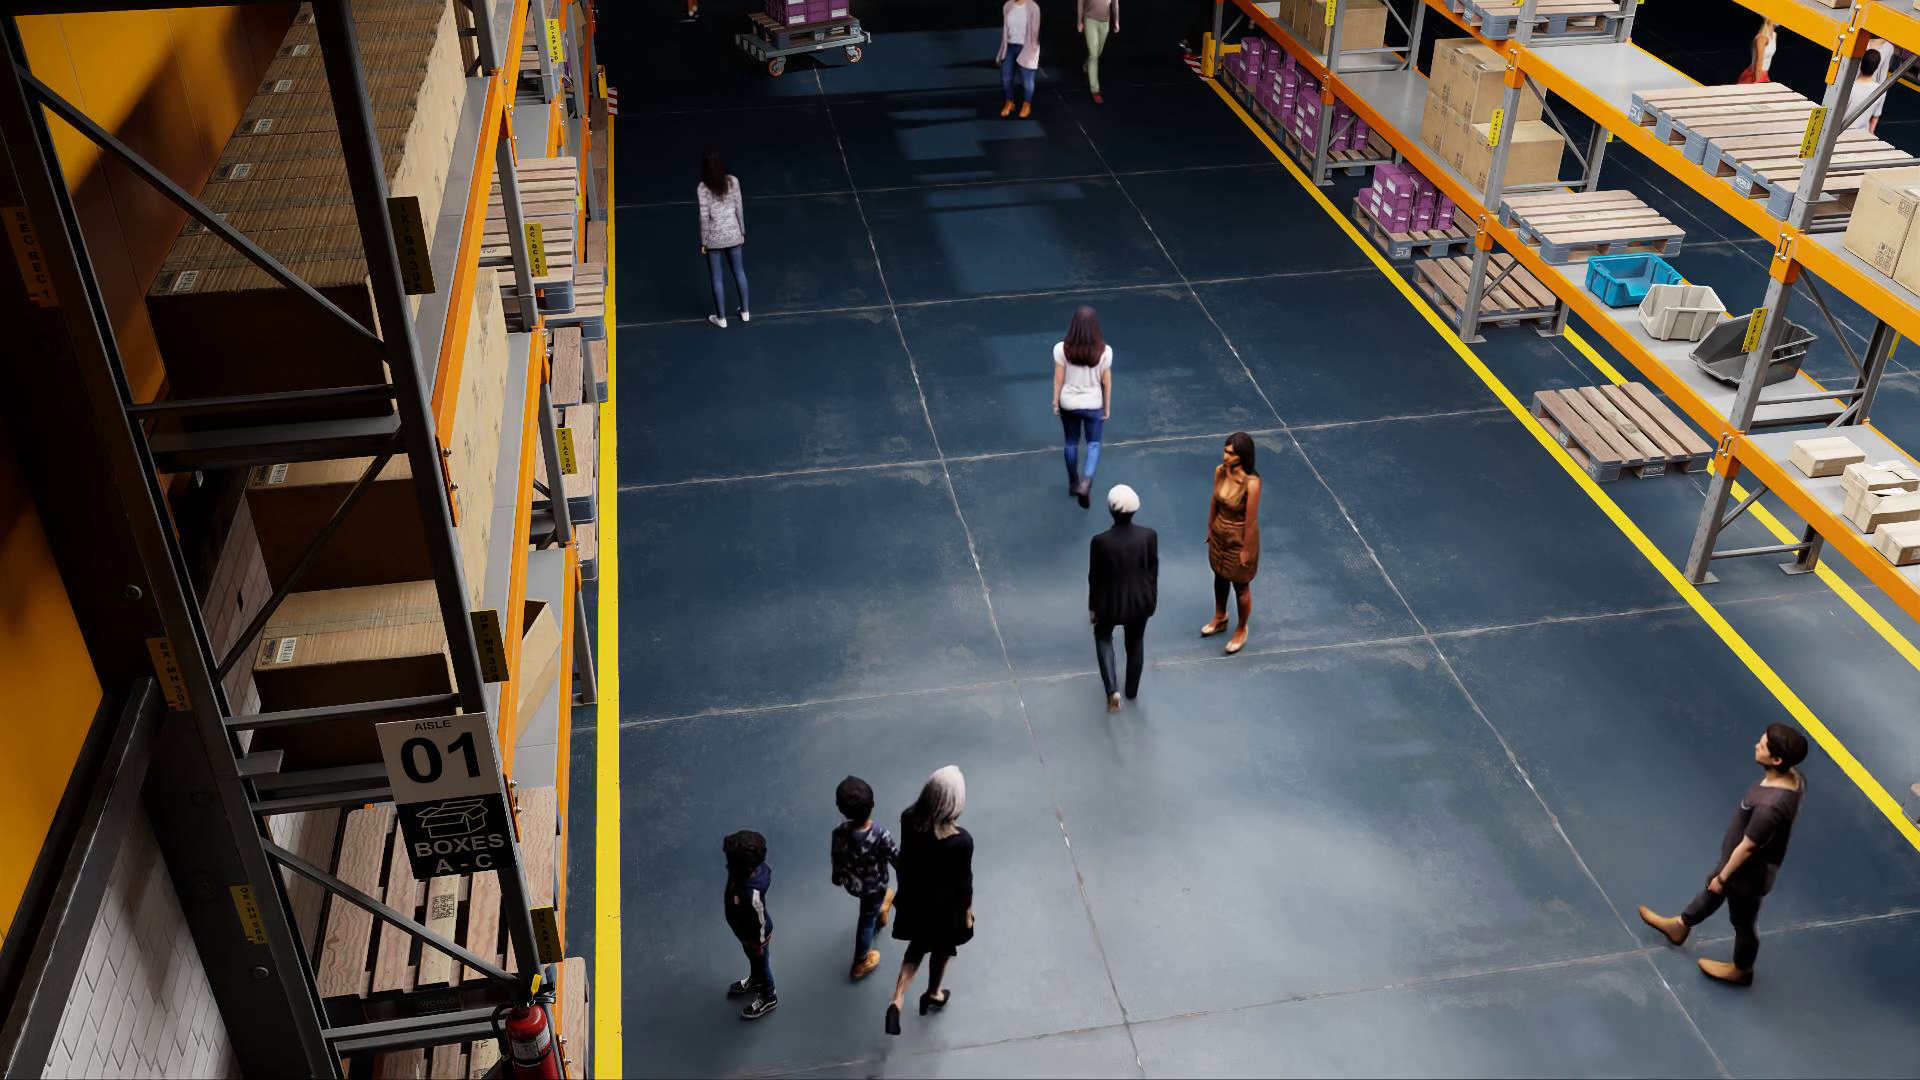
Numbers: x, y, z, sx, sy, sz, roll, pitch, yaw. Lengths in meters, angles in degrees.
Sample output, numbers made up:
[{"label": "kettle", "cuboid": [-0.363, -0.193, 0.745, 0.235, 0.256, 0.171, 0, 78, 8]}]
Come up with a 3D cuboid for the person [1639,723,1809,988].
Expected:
[{"label": "person", "cuboid": [4.246, 1.707, 8.751, 1.004, 1.695, 0.954, 20, 38, 27]}]

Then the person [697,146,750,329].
[{"label": "person", "cuboid": [-2.229, -2.838, 15.556, 0.677, 1.731, 0.647, -19, 38, -26]}]

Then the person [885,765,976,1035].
[{"label": "person", "cuboid": [-0.155, 1.907, 8.422, 0.898, 1.726, 0.959, 19, 38, 26]}]

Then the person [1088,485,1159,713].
[{"label": "person", "cuboid": [1.124, 0.461, 10.835, 0.764, 1.769, 0.704, -2, 34, -3]}]

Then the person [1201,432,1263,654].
[{"label": "person", "cuboid": [1.871, 0.005, 11.321, 0.700, 1.684, 0.591, -23, 40, -30]}]

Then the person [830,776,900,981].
[{"label": "person", "cuboid": [-0.533, 1.854, 8.956, 0.771, 1.221, 0.905, 14, 36, 20]}]

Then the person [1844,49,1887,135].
[{"label": "person", "cuboid": [9.302, -4.193, 17.455, 0.737, 1.886, 0.698, 6, 34, 10]}]

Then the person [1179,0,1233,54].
[{"label": "person", "cuboid": [3.353, -7.495, 22.481, 0.925, 1.820, 1.189, -15, 37, -22]}]

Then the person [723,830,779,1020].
[{"label": "person", "cuboid": [-1.098, 2.003, 8.733, 0.628, 1.221, 0.486, -15, 36, -21]}]

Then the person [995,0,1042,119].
[{"label": "person", "cuboid": [0.791, -6.067, 20.414, 0.843, 1.730, 0.886, 15, 36, 21]}]

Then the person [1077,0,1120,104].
[{"label": "person", "cuboid": [1.699, -6.562, 21.049, 0.792, 1.853, 1.267, -10, 35, -15]}]

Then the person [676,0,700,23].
[{"label": "person", "cuboid": [-3.949, -8.353, 23.812, 0.729, 1.775, 0.550, 4, 34, 6]}]

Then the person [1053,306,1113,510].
[{"label": "person", "cuboid": [0.927, -0.973, 12.803, 0.784, 1.671, 0.990, 5, 34, 7]}]
